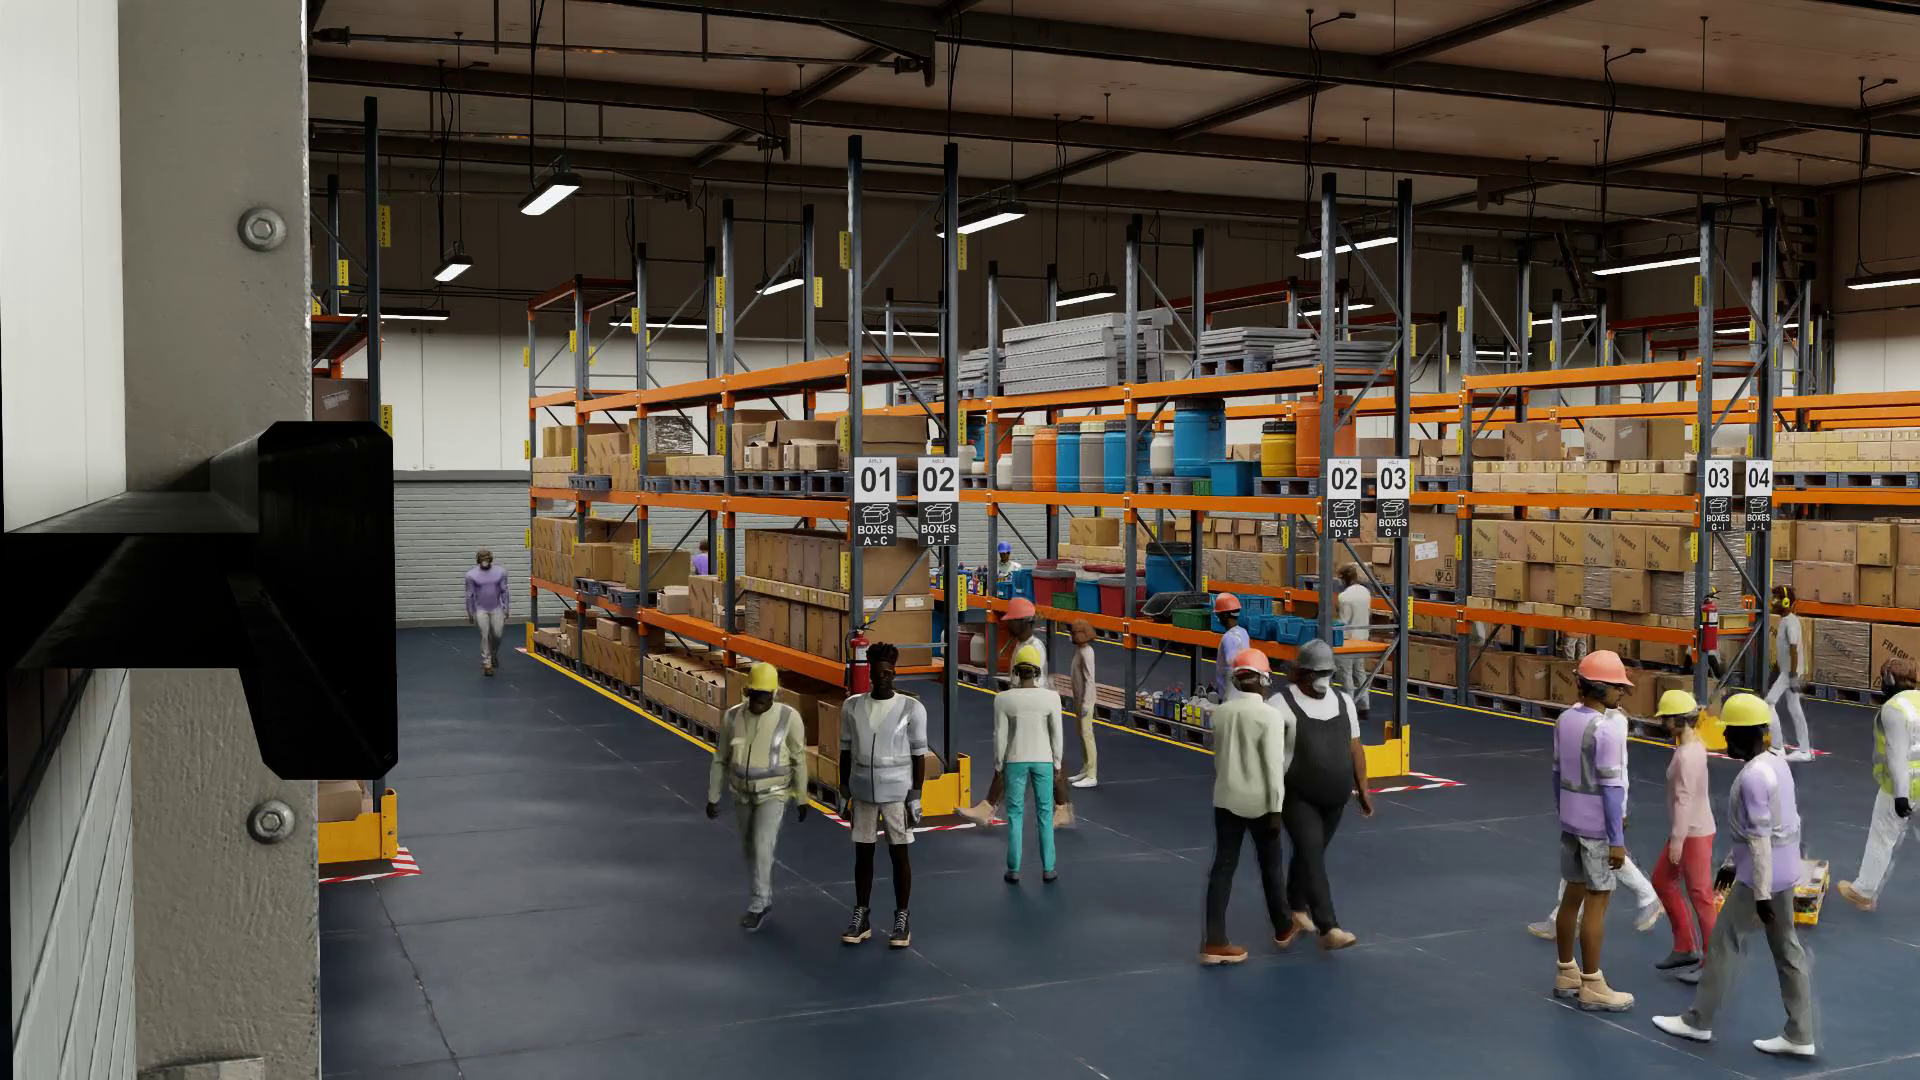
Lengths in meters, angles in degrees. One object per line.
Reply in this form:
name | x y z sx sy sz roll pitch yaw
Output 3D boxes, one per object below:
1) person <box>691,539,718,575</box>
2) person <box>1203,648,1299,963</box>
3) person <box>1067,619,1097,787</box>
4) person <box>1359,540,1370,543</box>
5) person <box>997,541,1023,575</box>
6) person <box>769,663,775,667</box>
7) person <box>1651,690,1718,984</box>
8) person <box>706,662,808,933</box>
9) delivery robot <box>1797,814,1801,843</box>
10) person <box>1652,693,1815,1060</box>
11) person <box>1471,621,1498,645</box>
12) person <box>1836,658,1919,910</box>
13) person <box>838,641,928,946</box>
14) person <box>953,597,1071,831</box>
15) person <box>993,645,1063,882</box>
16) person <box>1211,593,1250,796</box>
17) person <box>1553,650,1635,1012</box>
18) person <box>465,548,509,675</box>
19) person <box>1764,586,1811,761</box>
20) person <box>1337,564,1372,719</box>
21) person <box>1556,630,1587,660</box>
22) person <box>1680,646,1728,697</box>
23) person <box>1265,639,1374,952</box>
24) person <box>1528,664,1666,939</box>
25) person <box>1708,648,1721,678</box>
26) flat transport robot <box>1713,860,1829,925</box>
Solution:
person | -4.676 0.892 32.943 0.595 1.828 0.531 -1 2 -20
person | 1.855 1.666 11.377 0.959 1.934 0.635 -2 3 -44
person | 1.197 1.590 17.499 0.268 1.616 0.507 0 2 -4
person | 7.305 0.913 32.445 0.593 1.838 0.976 -1 2 -26
person | 0.719 0.992 28.862 0.605 1.949 0.401 0 2 8
person | -2.687 1.195 27.236 0.550 1.655 0.831 -2 3 -37
person | 4.386 1.784 10.823 0.523 1.736 0.637 1 2 23
person | -1.381 1.714 11.977 0.653 1.795 0.648 1 2 22
delivery robot | 6.239 2.233 13.741 0.477 0.478 0.707 1 2 29
person | 4.136 1.761 9.527 0.885 1.887 0.584 2 3 41
person | 7.939 1.091 27.374 0.590 1.876 0.988 -1 2 -17
person | 6.520 1.715 12.343 0.685 1.778 0.940 -1 3 -32
person | -0.516 1.642 11.667 0.607 1.966 0.367 1 2 16
person | 0.487 1.490 15.250 1.035 1.986 0.638 -1 2 -15
person | 0.510 1.673 13.426 0.524 1.769 0.316 0 2 -1
person | 2.543 1.461 16.871 0.384 1.930 0.547 1 2 22
person | 3.679 1.655 10.369 0.392 2.039 0.612 0 2 -9
person | -7.134 1.076 27.049 0.642 1.918 0.468 -1 2 -21
person | 8.705 1.420 18.993 0.689 1.845 0.494 1 2 26
person | 4.868 1.273 22.173 0.368 1.935 0.656 2 3 45
person | 8.297 1.323 24.253 0.515 1.636 0.315 -1 2 -24
person | 10.004 1.311 24.313 0.850 1.640 0.529 1 3 30
person | 2.335 1.626 11.671 0.691 2.000 1.026 -1 2 -24
person | 4.255 1.697 11.808 0.937 1.850 0.590 0 2 -5
person | 10.270 1.155 24.722 0.634 1.938 0.355 -1 2 -28
flat transport robot | 5.790 2.456 12.761 0.652 0.197 1.431 1 3 29
